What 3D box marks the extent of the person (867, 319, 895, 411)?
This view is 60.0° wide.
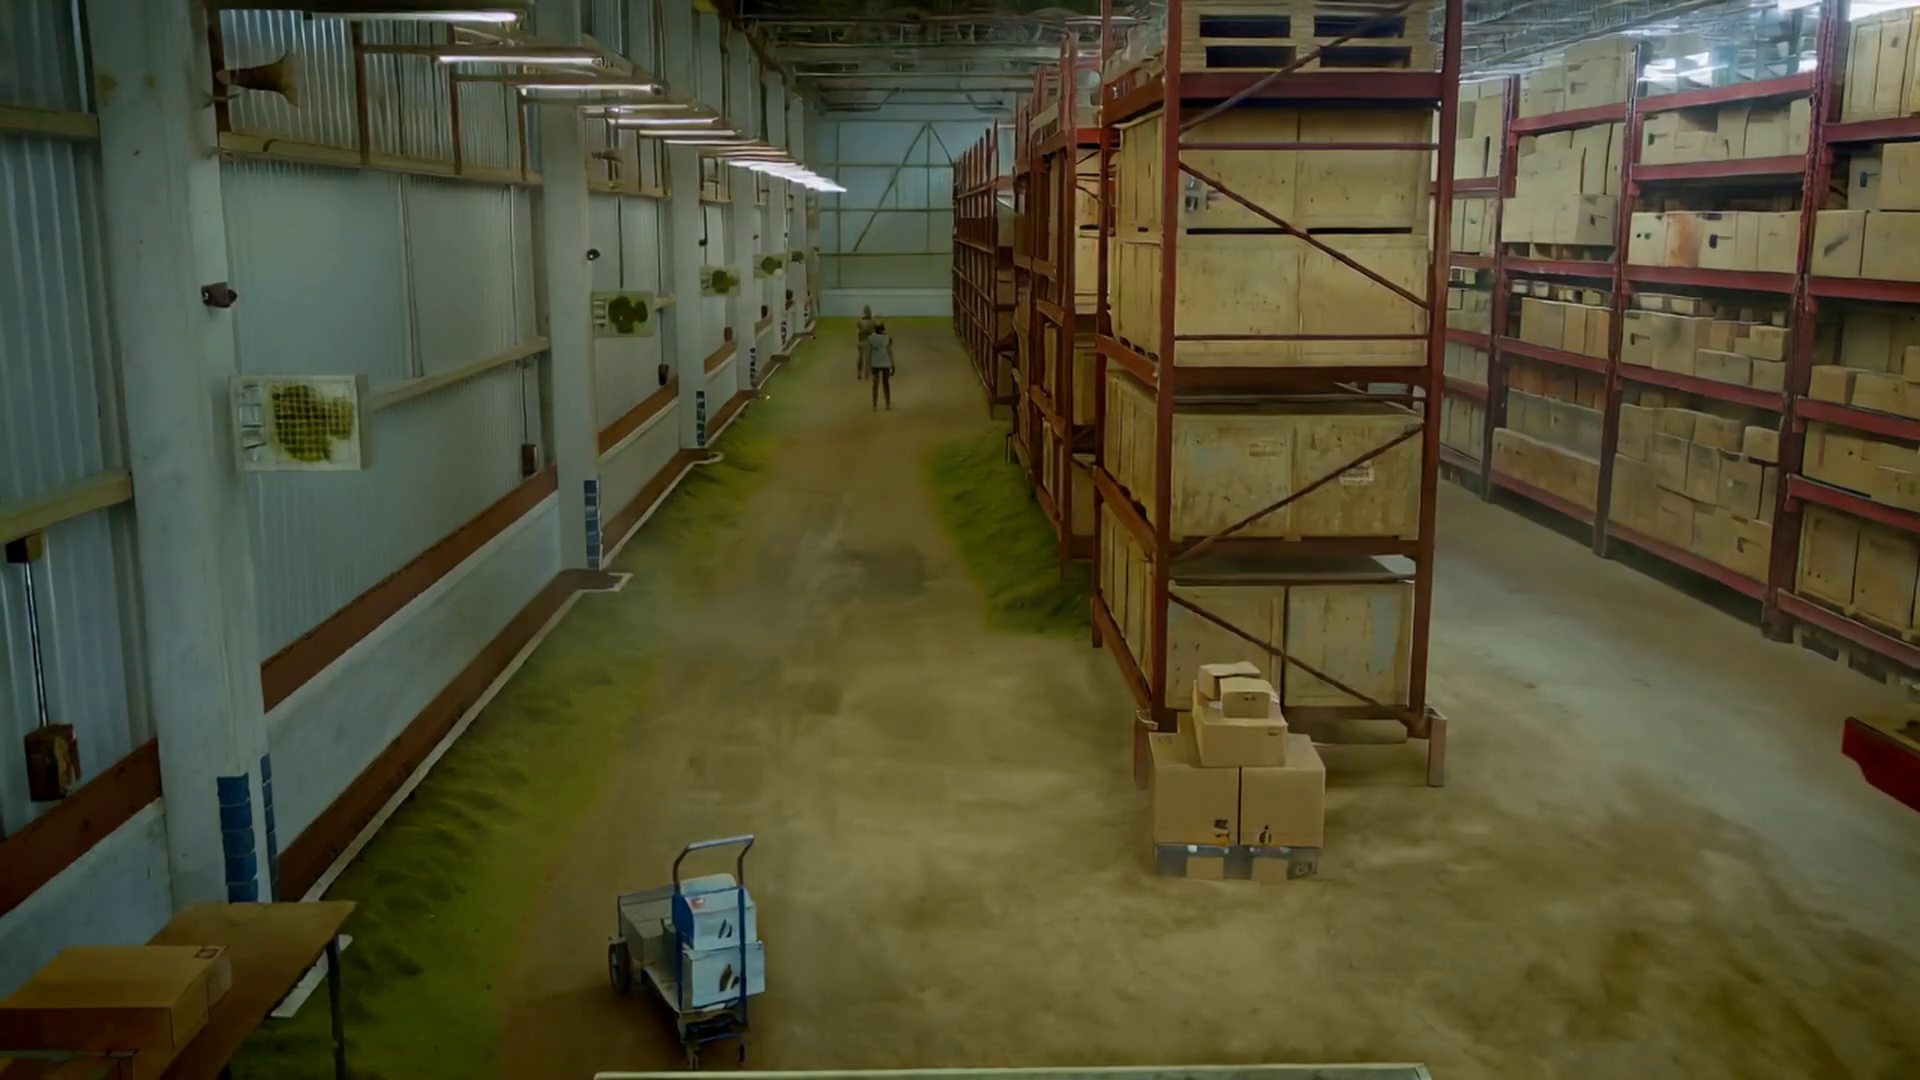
[{"bbox_3d":[-1.695,-3.750,35.702,0.616,1.987,0.407,-3,11,-14],"label":"person"}]

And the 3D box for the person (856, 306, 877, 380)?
[{"bbox_3d":[-2.401,-5.052,42.680,0.591,1.910,0.391,-6,12,-28],"label":"person"}]
